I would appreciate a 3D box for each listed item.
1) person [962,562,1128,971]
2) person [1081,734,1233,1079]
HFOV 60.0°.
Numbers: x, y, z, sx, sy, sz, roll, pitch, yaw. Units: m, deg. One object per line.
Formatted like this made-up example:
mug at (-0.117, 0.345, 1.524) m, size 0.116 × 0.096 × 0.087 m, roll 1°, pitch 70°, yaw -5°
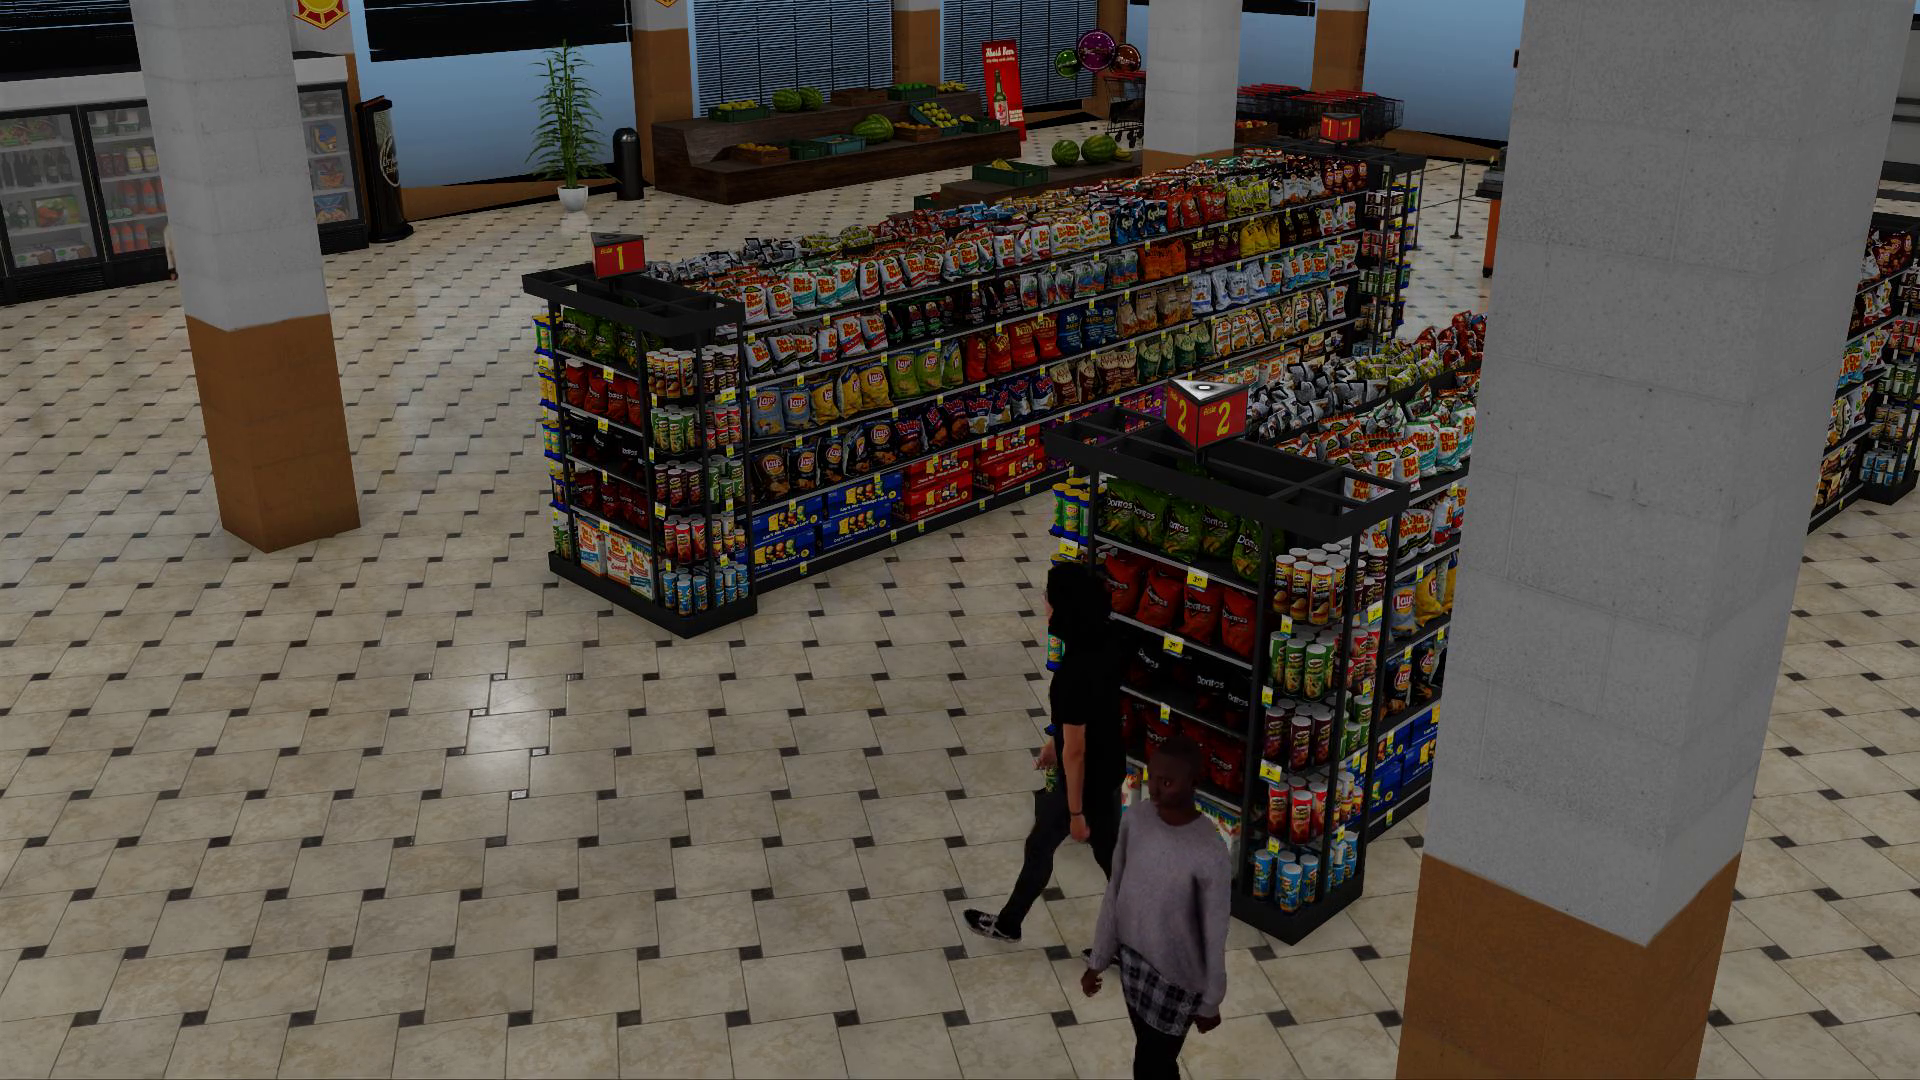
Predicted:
person at (0.600, 0.973, 6.763) m, size 0.860 × 1.802 × 1.037 m, roll 12°, pitch 25°, yaw 28°
person at (0.761, 1.433, 5.668) m, size 0.638 × 1.763 × 0.667 m, roll -14°, pitch 26°, yaw -32°
